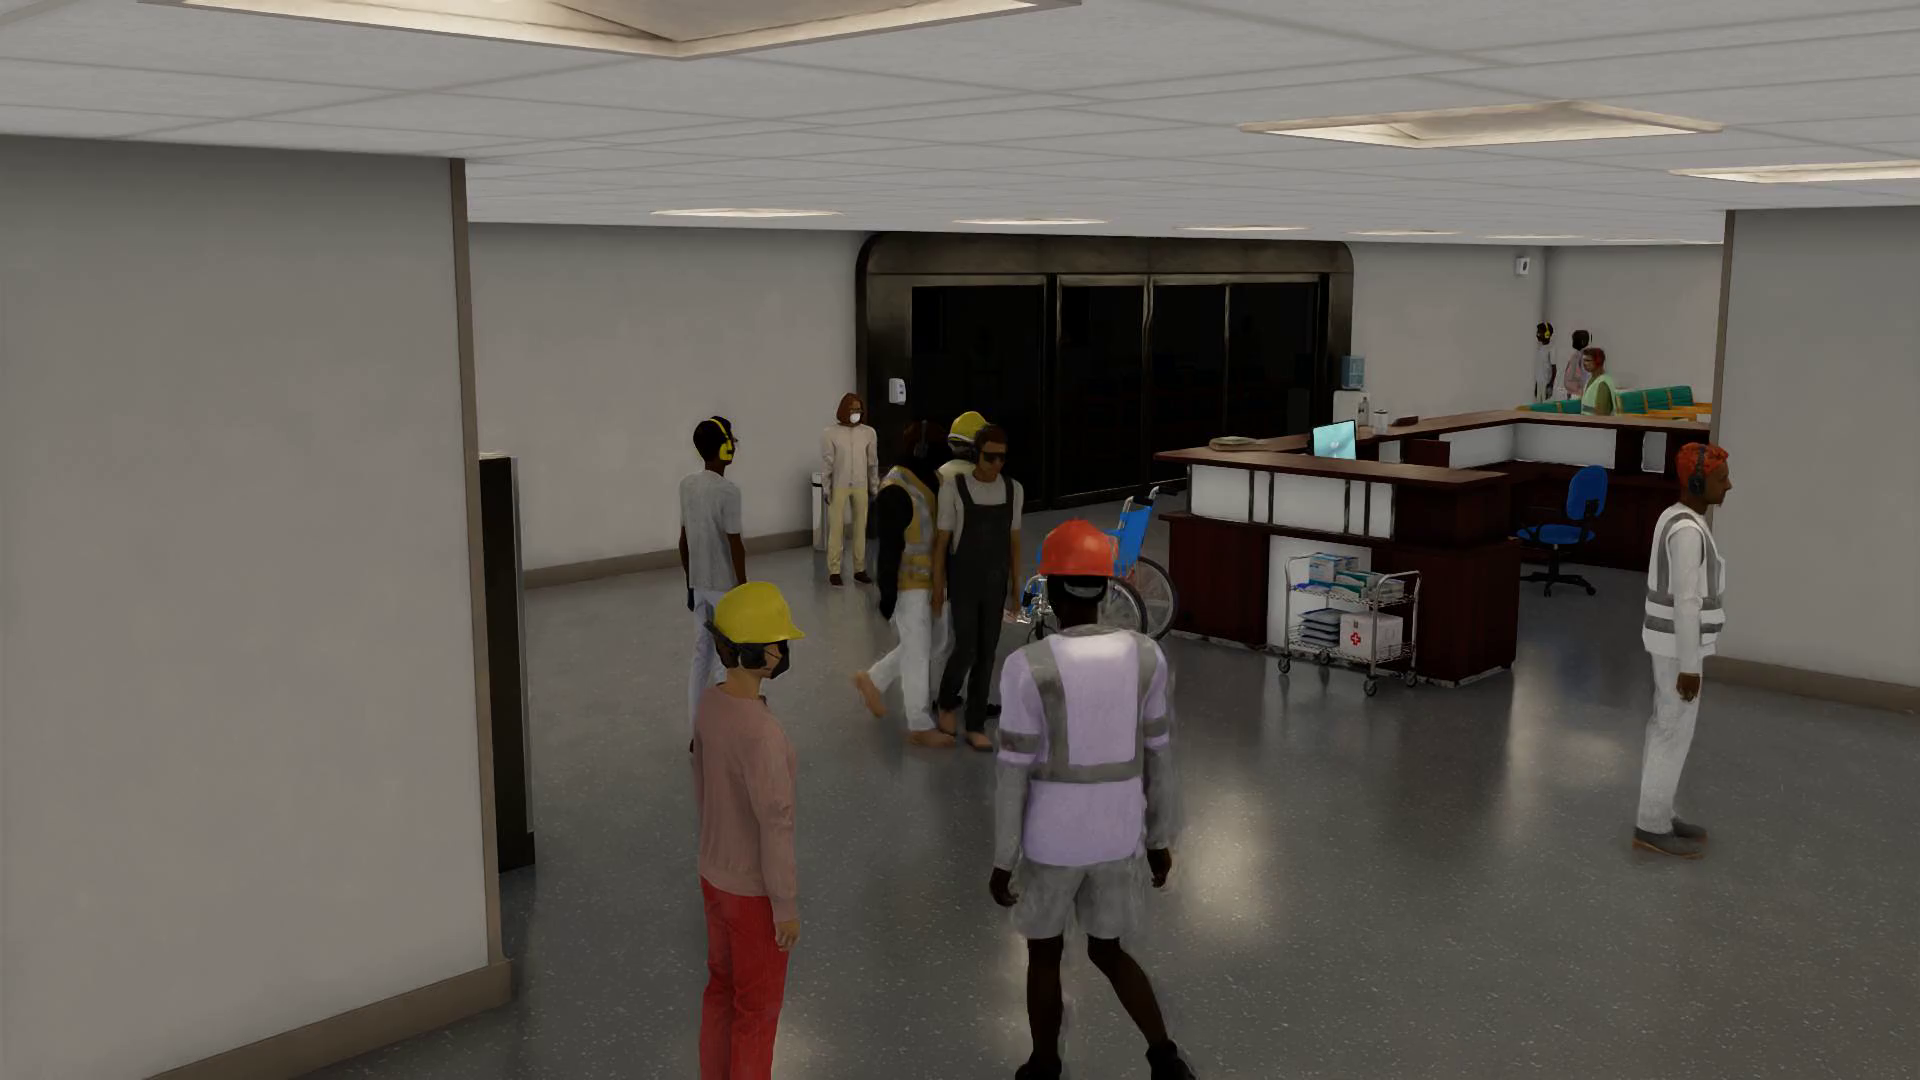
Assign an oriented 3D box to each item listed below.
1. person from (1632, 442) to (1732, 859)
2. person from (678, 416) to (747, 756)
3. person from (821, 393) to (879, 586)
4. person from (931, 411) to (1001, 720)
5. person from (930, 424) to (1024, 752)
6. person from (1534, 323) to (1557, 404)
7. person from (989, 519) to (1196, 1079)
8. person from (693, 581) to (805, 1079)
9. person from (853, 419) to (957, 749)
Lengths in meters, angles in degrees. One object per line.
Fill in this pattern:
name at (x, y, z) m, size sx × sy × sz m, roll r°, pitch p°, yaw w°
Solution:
person at (3.283, 0.494, 7.565) m, size 0.338 × 1.885 × 0.584 m, roll 3°, pitch 10°, yaw 18°
person at (-1.301, 0.266, 8.983) m, size 0.518 × 1.876 × 0.326 m, roll 8°, pitch 12°, yaw 41°
person at (-0.923, -0.425, 13.997) m, size 0.504 × 1.628 × 0.285 m, roll -4°, pitch 10°, yaw -23°
person at (0.038, 0.156, 9.832) m, size 0.595 × 1.825 × 0.404 m, roll 8°, pitch 12°, yaw 39°
person at (0.099, 0.258, 9.184) m, size 0.514 × 1.822 × 0.443 m, roll -5°, pitch 10°, yaw -27°
person at (8.619, -2.270, 24.561) m, size 0.310 × 1.865 × 0.532 m, roll 0°, pitch 9°, yaw -2°
person at (0.405, 0.903, 5.003) m, size 0.572 × 1.910 × 0.703 m, roll -4°, pitch 10°, yaw -23°
person at (-0.599, 0.992, 4.865) m, size 0.312 × 1.767 × 0.533 m, roll -5°, pitch 11°, yaw -29°
person at (-0.302, 0.228, 9.369) m, size 0.649 × 1.828 × 0.653 m, roll 4°, pitch 10°, yaw 23°
